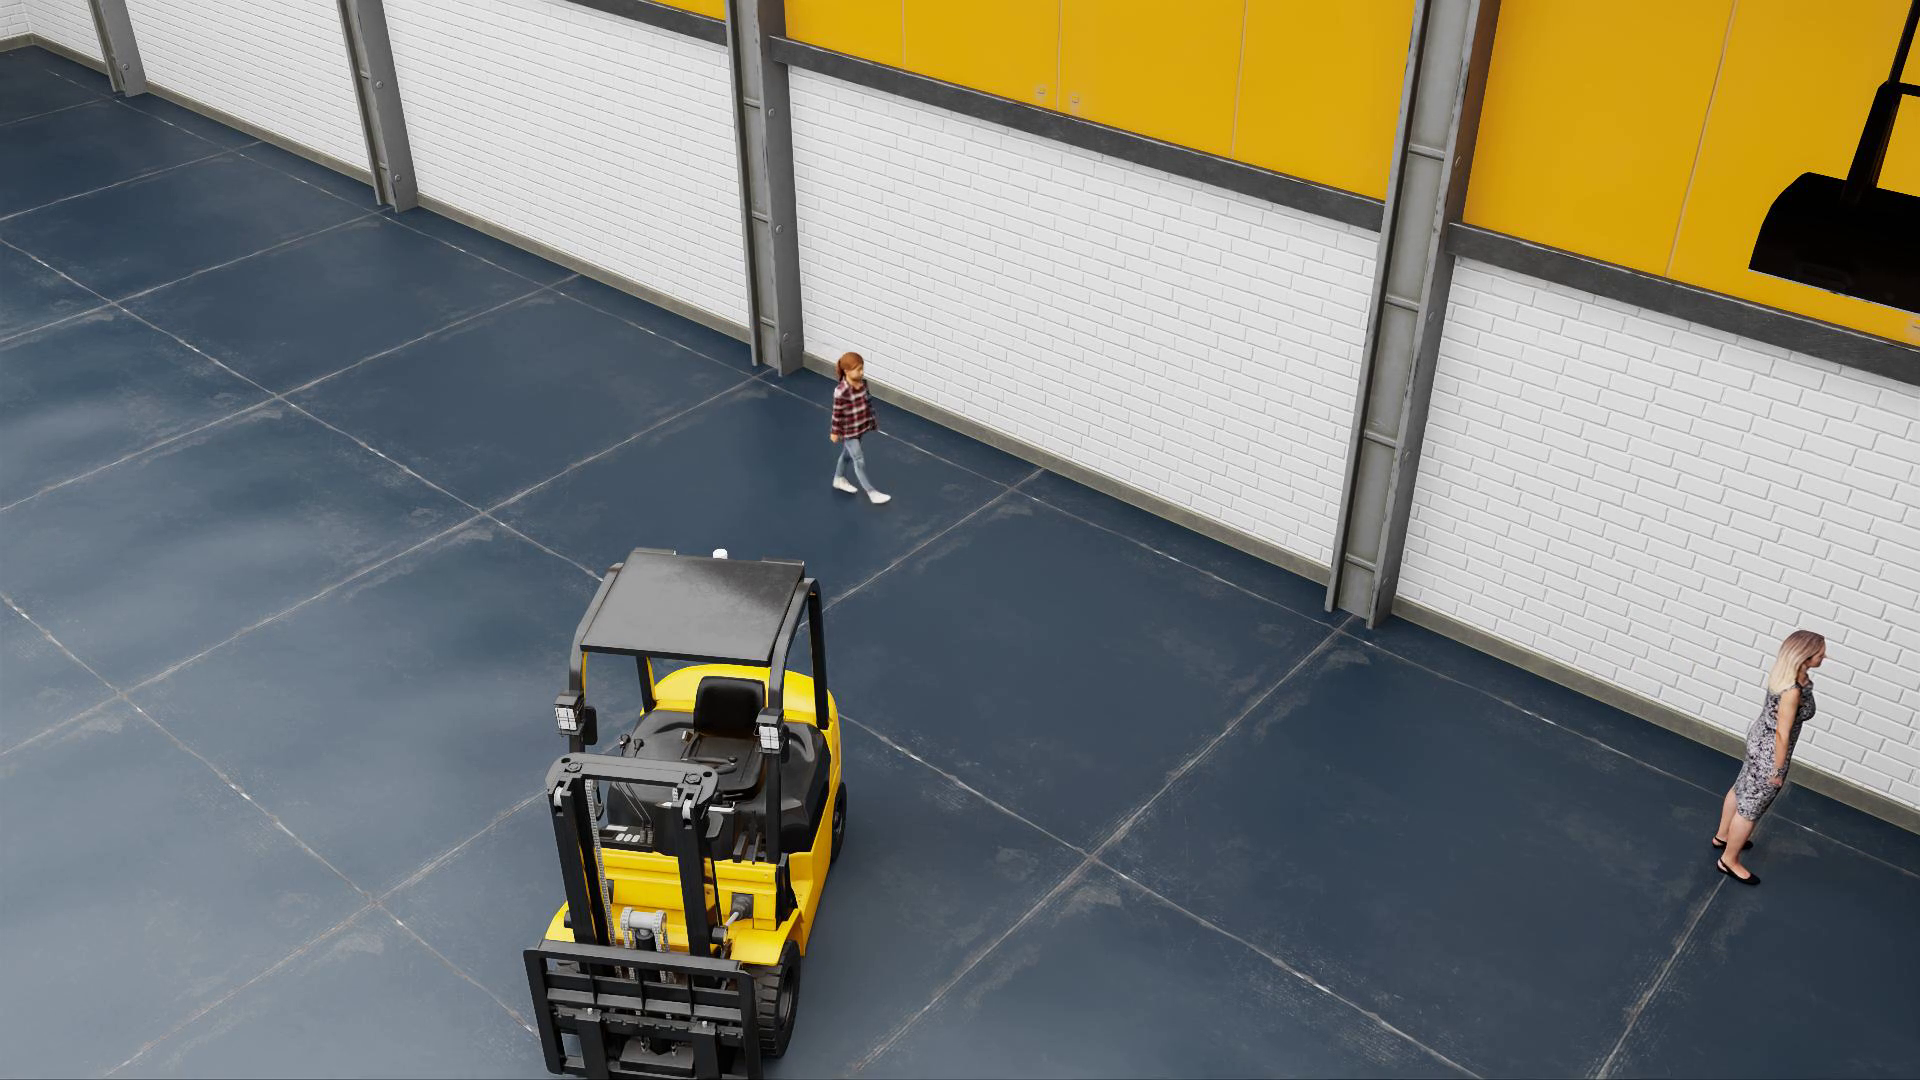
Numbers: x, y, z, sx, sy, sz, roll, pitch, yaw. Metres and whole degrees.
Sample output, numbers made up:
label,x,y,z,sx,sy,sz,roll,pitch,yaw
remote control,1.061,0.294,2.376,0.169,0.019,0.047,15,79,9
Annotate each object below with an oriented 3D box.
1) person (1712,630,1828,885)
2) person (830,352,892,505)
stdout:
label,x,y,z,sx,sy,sz,roll,pitch,yaw
person,4.643,1.214,9.580,0.617,1.706,0.630,10,35,14
person,-0.908,-0.911,13.163,0.859,1.279,0.601,21,39,28
